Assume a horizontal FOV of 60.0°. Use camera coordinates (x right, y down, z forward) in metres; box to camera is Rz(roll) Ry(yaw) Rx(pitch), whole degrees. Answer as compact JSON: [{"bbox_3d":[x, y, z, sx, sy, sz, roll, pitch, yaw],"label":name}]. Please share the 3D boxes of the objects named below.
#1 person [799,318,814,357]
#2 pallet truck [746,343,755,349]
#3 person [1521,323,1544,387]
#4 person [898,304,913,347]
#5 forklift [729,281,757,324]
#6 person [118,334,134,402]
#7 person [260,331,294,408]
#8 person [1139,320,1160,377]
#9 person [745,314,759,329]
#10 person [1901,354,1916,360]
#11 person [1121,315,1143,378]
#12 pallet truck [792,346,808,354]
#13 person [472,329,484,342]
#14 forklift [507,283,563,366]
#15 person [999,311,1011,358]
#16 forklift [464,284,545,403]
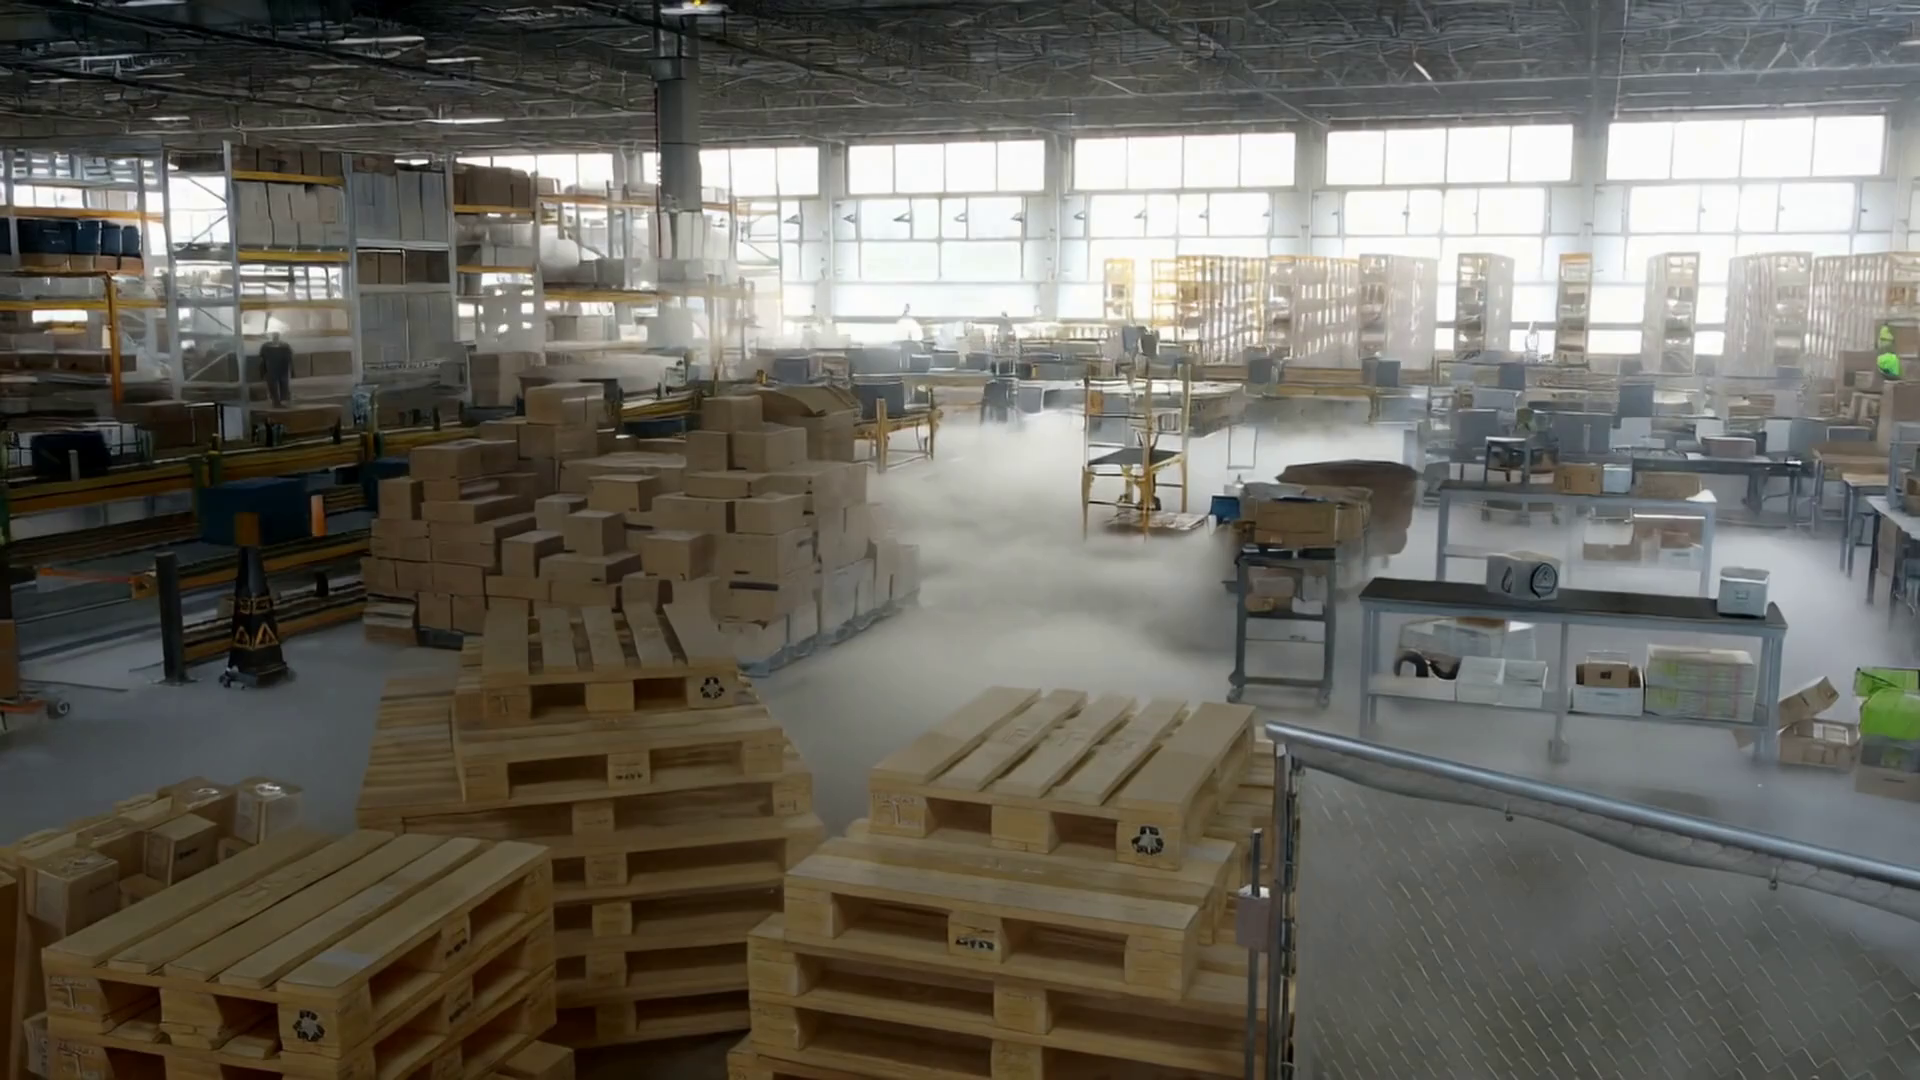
[{"bbox_3d":[-4.374,-5.485,47.900,0.866,1.804,0.584,4,10,24],"label":"person"},{"bbox_3d":[-6.183,-4.618,44.264,1.601,1.201,0.680,-9,12,-43],"label":"pallet truck"},{"bbox_3d":[15.086,-4.833,43.833,0.584,1.799,0.899,5,10,29],"label":"person"},{"bbox_3d":[-2.080,-8.440,66.196,0.988,1.882,0.568,5,10,27],"label":"person"},{"bbox_3d":[-7.429,-7.454,56.892,1.129,2.768,1.873,3,10,20],"label":"forklift"},{"bbox_3d":[-19.951,-4.088,39.661,0.277,1.631,0.506,6,11,32],"label":"person"},{"bbox_3d":[-14.278,-3.440,34.814,0.658,1.887,0.742,-2,9,-14],"label":"person"},{"bbox_3d":[5.047,-4.941,44.341,0.563,1.850,0.390,0,9,-1],"label":"person"},{"bbox_3d":[-6.107,-5.722,49.076,0.683,1.902,0.477,6,11,34],"label":"person"},{"bbox_3d":[21.623,-3.956,37.890,1.044,1.943,0.615,6,11,31],"label":"person"},{"bbox_3d":[4.963,-5.494,47.673,0.672,1.891,0.420,-2,9,-15],"label":"person"},{"bbox_3d":[-3.705,-4.298,42.022,0.653,1.274,1.630,3,10,20],"label":"pallet truck"},{"bbox_3d":[-12.086,-4.482,41.938,0.533,1.697,0.319,-8,12,-42],"label":"person"},{"bbox_3d":[-11.458,-5.406,44.033,1.129,2.768,1.873,3,10,20],"label":"forklift"},{"bbox_3d":[1.645,-7.527,60.949,0.485,1.735,0.343,-4,10,-26],"label":"person"},{"bbox_3d":[-10.832,-4.702,39.610,1.129,2.768,1.873,3,10,20],"label":"forklift"}]
